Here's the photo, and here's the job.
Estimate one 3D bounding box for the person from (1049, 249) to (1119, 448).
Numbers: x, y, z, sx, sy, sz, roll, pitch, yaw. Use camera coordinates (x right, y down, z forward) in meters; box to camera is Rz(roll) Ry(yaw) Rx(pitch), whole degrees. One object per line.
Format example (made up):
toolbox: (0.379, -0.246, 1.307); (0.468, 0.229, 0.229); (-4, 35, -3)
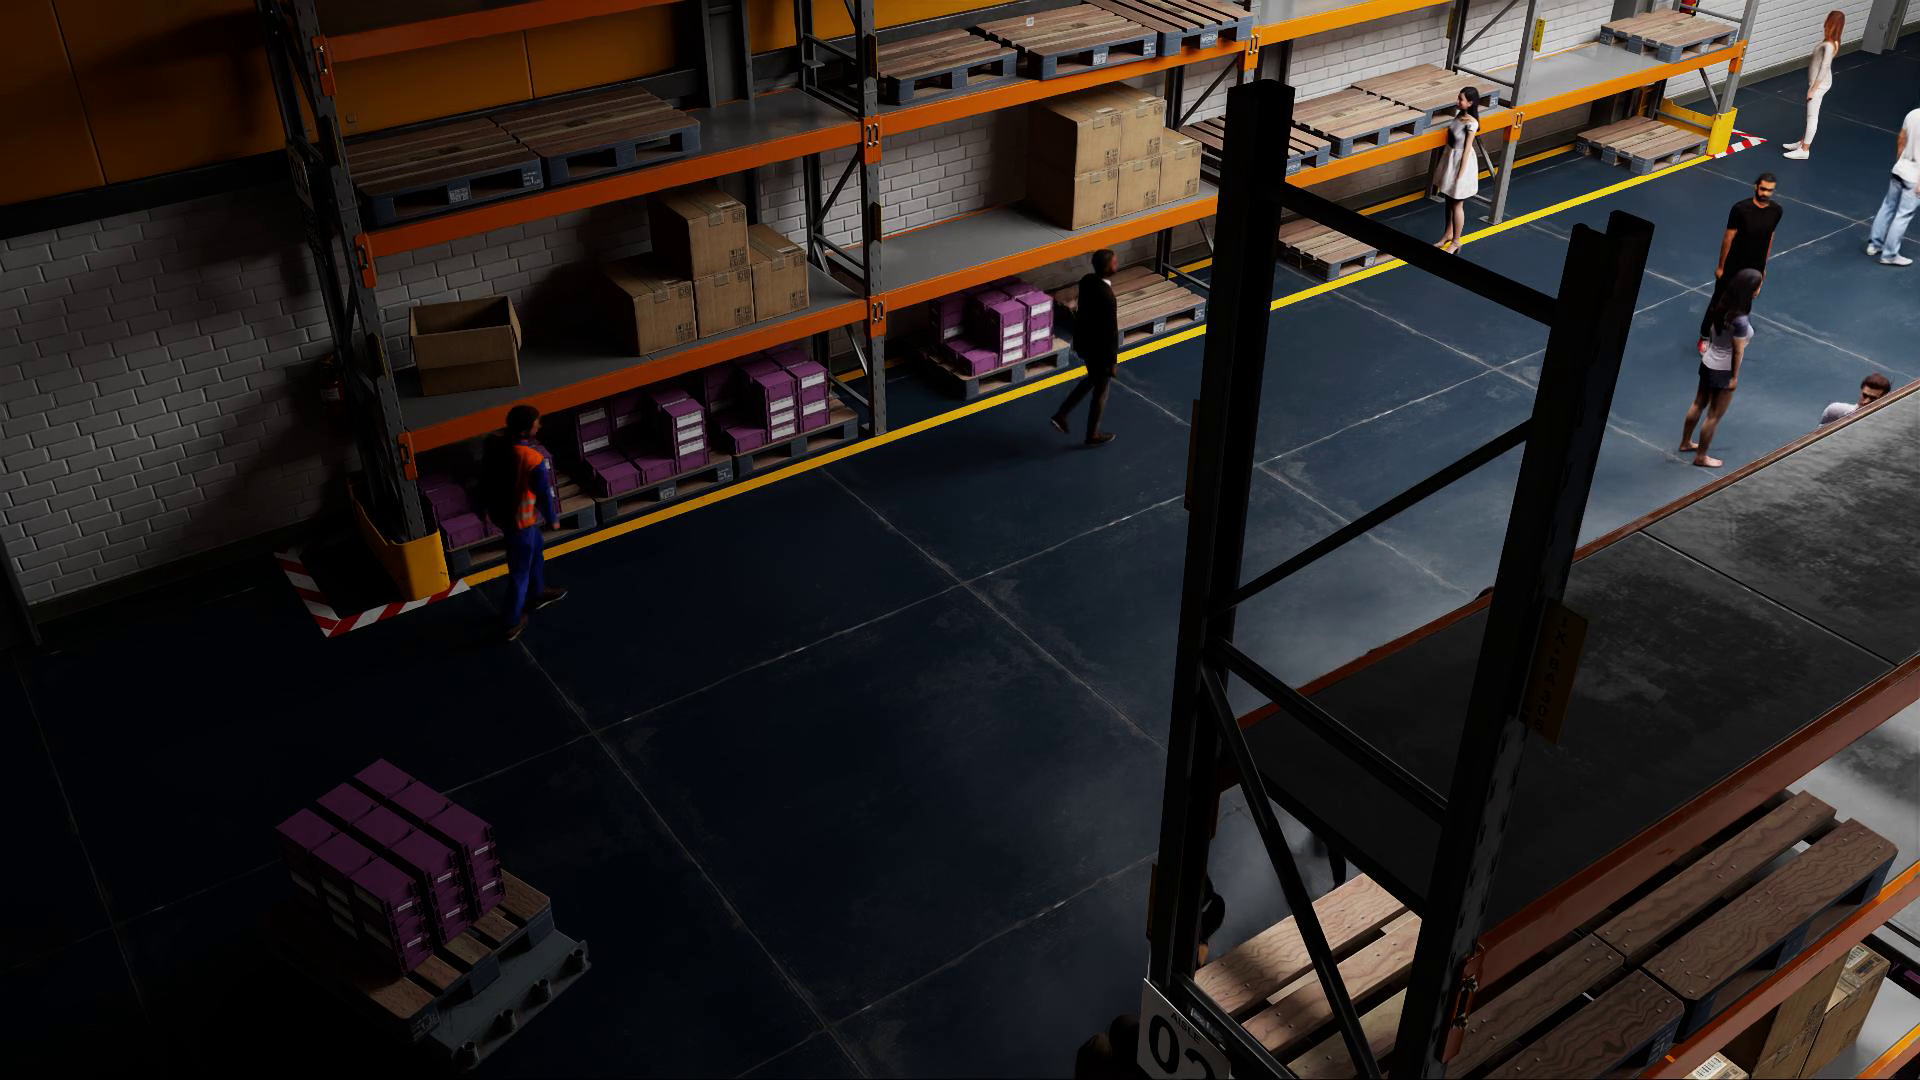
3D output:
person: (1.034, -1.541, 13.666); (0.865, 1.789, 0.762); (-15, 36, -21)

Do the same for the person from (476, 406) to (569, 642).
person: (-3.118, -0.111, 11.494); (0.891, 1.812, 0.966); (15, 36, 21)

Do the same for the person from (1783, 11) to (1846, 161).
person: (10.031, -5.311, 19.406); (0.738, 1.713, 0.632); (17, 37, 23)

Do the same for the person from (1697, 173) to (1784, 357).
person: (7.128, -2.512, 15.157); (0.656, 1.756, 0.765); (-2, 34, -3)

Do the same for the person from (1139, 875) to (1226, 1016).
person: (1.147, 2.272, 8.016); (1.183, 1.692, 0.894); (-6, 34, -9)

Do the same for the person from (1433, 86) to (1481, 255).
person: (5.100, -3.781, 17.054); (0.801, 1.769, 0.776); (-2, 34, -4)

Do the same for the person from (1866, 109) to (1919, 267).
person: (9.658, -3.727, 16.890); (0.750, 1.862, 0.758); (-3, 34, -4)

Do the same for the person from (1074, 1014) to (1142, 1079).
person: (0.677, 2.715, 7.230); (0.609, 1.825, 0.758); (-15, 37, -22)

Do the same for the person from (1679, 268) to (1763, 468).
person: (6.207, -1.422, 13.562); (0.687, 1.707, 0.677); (-3, 34, -4)

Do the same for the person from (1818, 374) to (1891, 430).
person: (6.299, -0.402, 11.916); (1.093, 1.829, 0.766); (-28, 42, -35)
